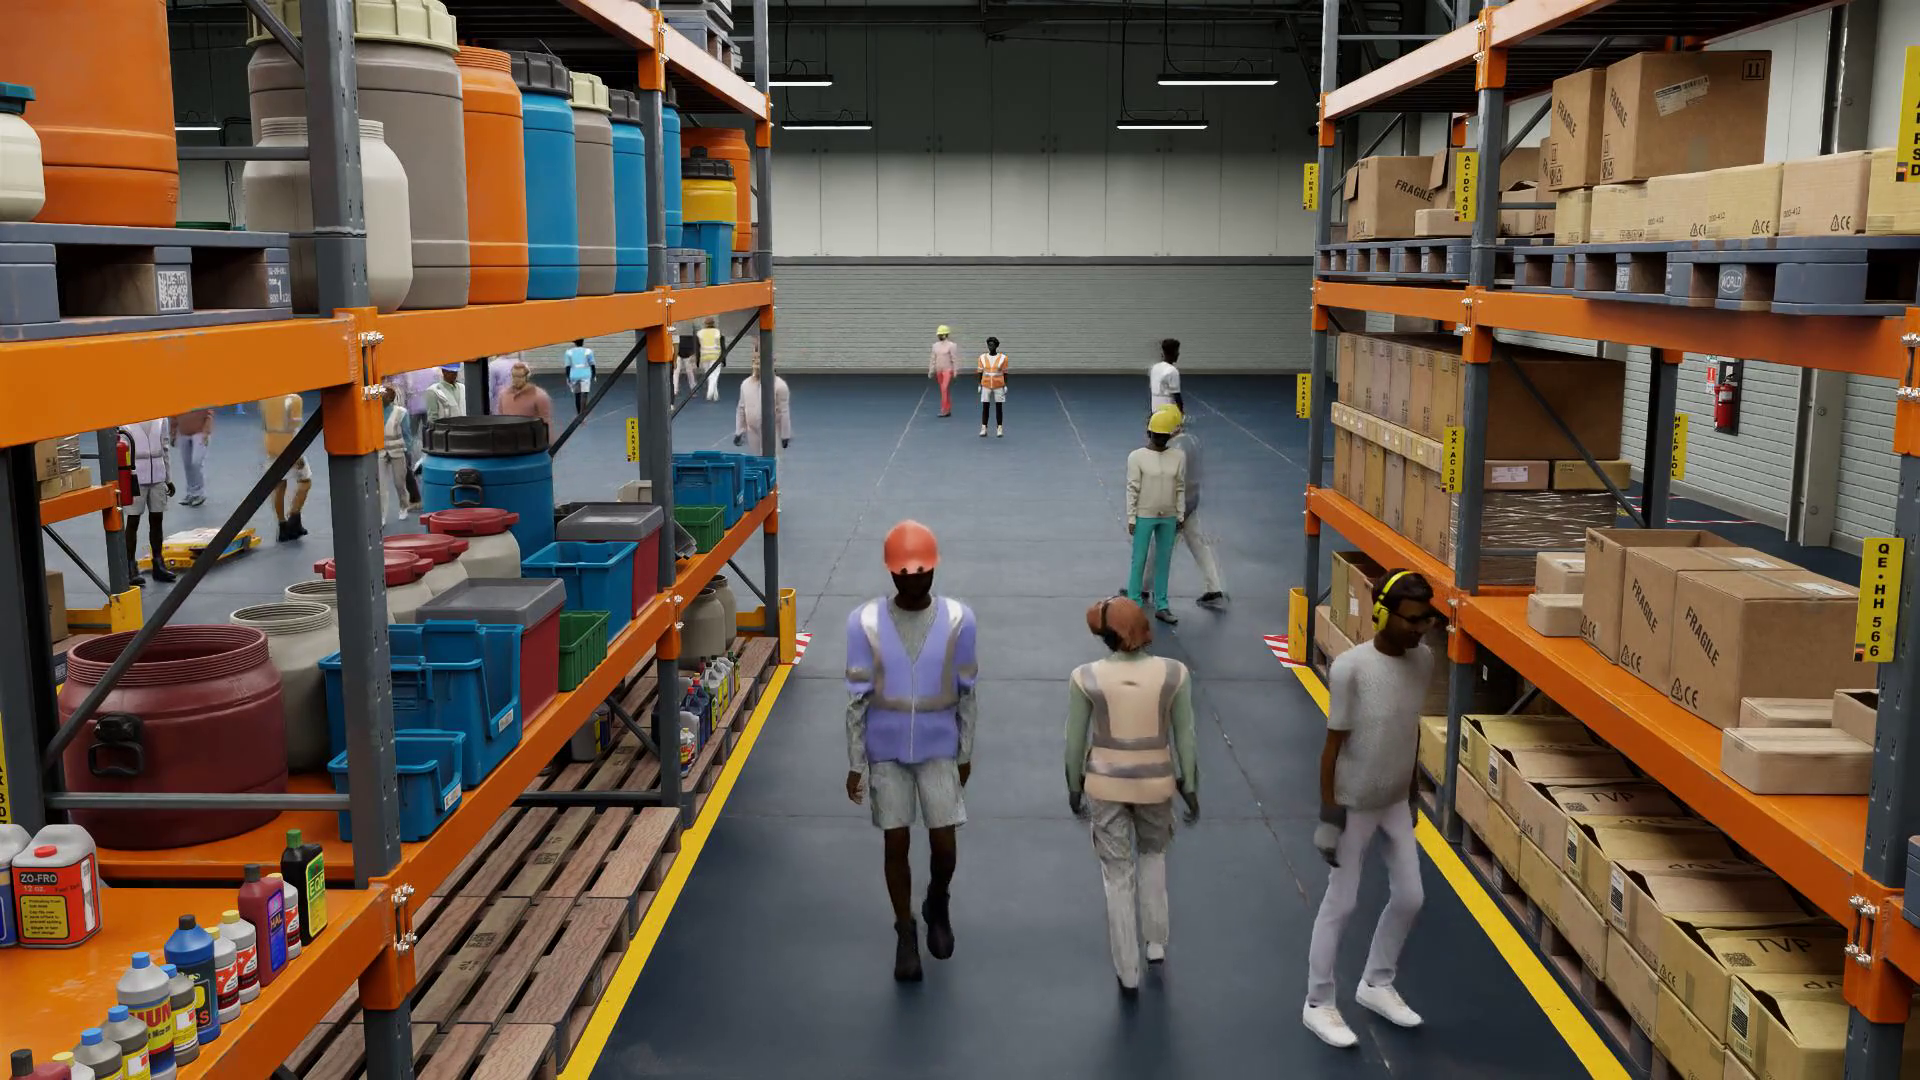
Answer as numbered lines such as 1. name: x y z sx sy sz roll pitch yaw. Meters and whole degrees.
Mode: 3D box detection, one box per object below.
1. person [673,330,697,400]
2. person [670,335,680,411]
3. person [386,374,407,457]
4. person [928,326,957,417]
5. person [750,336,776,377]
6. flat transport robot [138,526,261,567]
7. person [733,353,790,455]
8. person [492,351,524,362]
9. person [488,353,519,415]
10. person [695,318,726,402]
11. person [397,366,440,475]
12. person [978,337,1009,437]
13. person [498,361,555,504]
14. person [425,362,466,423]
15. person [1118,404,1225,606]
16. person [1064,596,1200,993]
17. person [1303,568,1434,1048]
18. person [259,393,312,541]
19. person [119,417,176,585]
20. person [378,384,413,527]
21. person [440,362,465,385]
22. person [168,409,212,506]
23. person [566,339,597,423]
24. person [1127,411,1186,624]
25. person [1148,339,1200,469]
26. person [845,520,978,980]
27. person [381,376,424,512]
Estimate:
1. person: -6.034 -4.055 36.262 0.608 1.947 1.002 2 10 12
2. person: -5.982 -3.592 33.290 0.675 2.000 0.537 3 10 15
3. person: -8.570 -2.244 25.080 0.375 2.043 0.610 0 9 -3
4. person: -0.361 -3.213 31.798 0.525 1.737 0.786 7 12 36
5. person: -5.073 -4.941 42.498 0.617 1.624 0.524 2 10 14
6. flat transport robot: -7.623 0.057 16.724 0.652 0.197 1.431 0 9 -3
7. person: -2.375 -1.254 19.613 0.640 1.881 0.849 5 11 28
8. person: -9.363 -3.681 34.461 0.644 1.786 0.997 -3 10 -18
9. person: -6.398 -1.906 23.608 0.868 1.879 0.644 6 11 30
10. person: -5.321 -3.839 35.429 0.648 1.795 0.913 2 10 9
11. person: -7.426 -1.814 22.886 0.592 1.913 0.456 -6 11 -33
12. person: 0.561 -2.609 28.300 0.537 1.695 0.320 2 10 10
13. person: -4.842 -1.069 18.585 0.641 1.877 0.926 5 11 28
14. person: -5.677 -1.109 18.575 0.400 1.941 0.615 5 11 27
15. person: 1.858 -0.299 14.301 0.961 1.761 0.603 6 11 31
16. person: 0.693 1.015 6.828 0.548 1.609 0.536 0 9 -1
17. person: 1.552 1.001 6.250 0.563 1.845 0.436 -5 11 -27
18. person: -7.182 -0.961 17.761 0.539 1.916 0.435 3 10 16
19. person: -7.510 -0.563 15.335 0.376 1.932 0.551 7 12 36
20. person: -6.452 -0.980 18.840 0.519 1.595 0.847 -1 10 -7
21. person: -10.196 -3.520 33.204 0.698 1.879 0.941 9 13 43
22. person: -9.324 -1.277 20.213 0.569 1.729 0.499 1 10 7
23. person: -7.025 -2.998 30.766 0.547 1.655 0.819 1 9 4
24. person: 1.614 -0.181 13.583 0.526 1.757 0.343 -3 10 -19
25. person: 2.899 -1.760 22.551 0.951 1.914 0.612 -3 10 -17
26. person: -0.194 0.863 6.834 0.550 1.917 0.391 -1 9 -4
27. person: -6.847 -1.211 19.630 0.982 1.788 0.519 -5 11 -30
